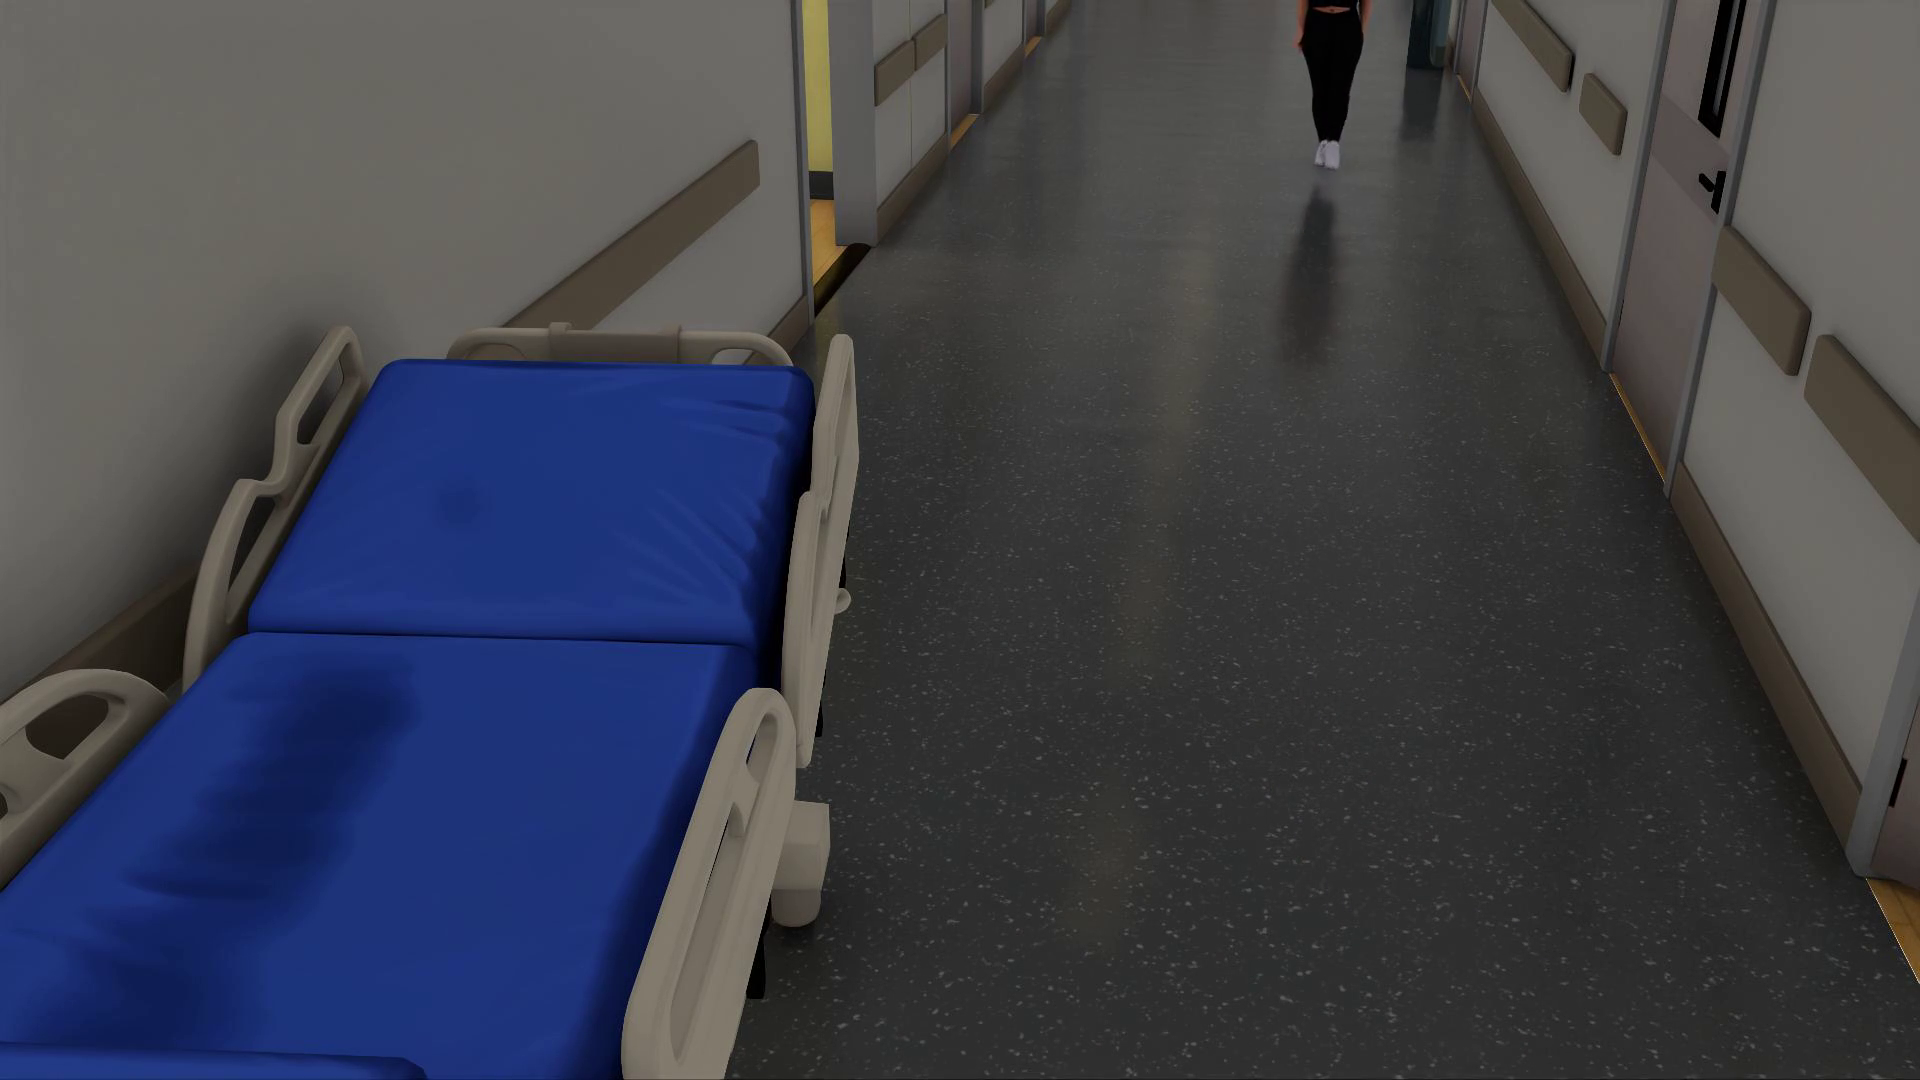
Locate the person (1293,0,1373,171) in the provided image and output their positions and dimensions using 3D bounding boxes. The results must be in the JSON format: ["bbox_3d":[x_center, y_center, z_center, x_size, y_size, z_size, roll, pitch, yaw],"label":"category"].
[{"bbox_3d":[2.261,-3.093,10.104,0.602,1.624,0.679,6,26,13],"label":"person"}]
